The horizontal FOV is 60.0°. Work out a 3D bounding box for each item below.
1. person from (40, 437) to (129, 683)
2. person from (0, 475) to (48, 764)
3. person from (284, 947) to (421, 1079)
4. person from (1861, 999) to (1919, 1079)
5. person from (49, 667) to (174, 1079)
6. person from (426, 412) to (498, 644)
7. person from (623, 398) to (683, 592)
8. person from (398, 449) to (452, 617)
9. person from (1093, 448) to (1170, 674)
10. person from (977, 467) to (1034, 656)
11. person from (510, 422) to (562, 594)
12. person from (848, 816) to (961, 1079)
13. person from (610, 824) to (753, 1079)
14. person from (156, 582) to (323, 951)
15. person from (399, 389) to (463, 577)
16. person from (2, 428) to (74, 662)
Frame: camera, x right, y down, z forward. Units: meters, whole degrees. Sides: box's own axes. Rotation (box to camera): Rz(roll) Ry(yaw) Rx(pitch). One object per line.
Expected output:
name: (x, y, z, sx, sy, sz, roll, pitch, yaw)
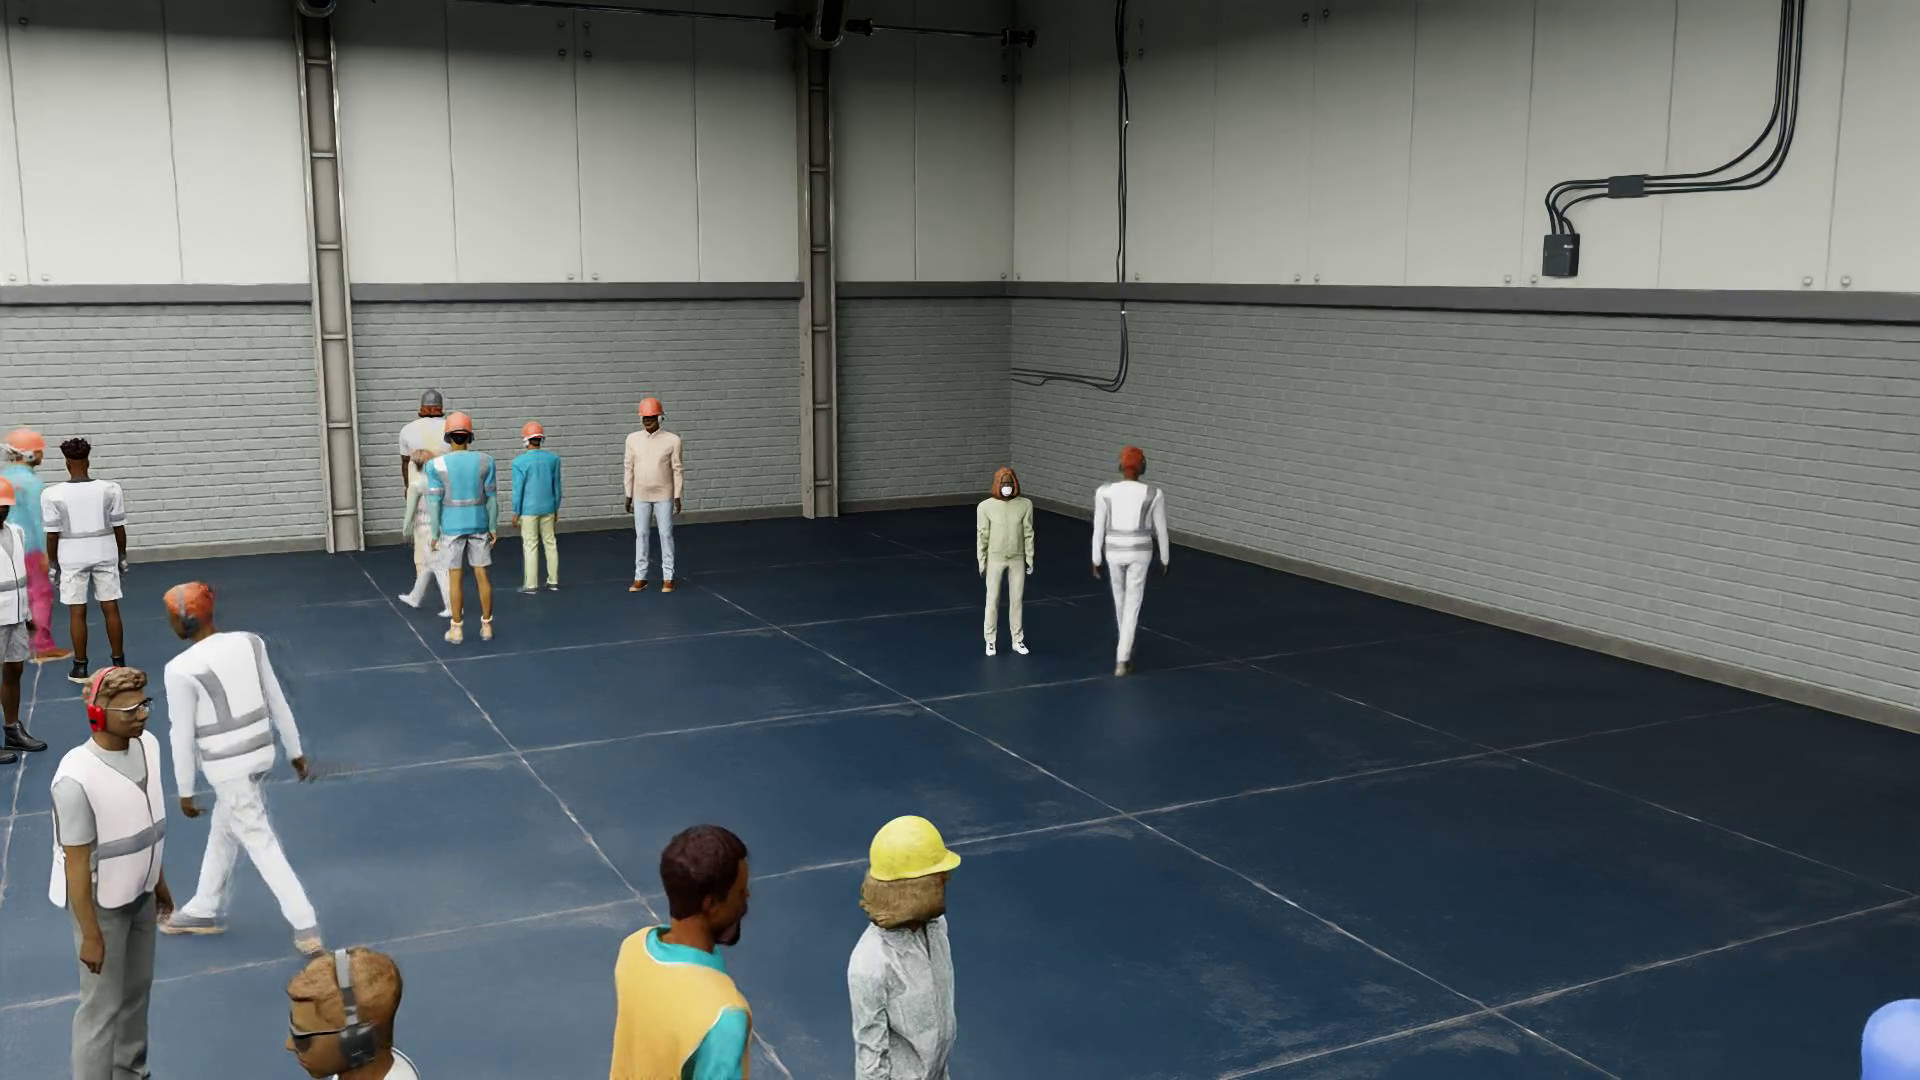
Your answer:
person: (-6.970, 0.159, 13.286, 0.603, 1.964, 0.367, -7, 12, -37)
person: (-6.414, 0.519, 11.154, 0.369, 1.933, 0.551, 2, 9, 11)
person: (-1.284, 1.775, 3.700, 0.328, 1.842, 0.514, -6, 11, -35)
person: (1.839, 1.802, 3.282, 0.618, 1.953, 0.428, 2, 9, 9)
person: (-3.184, 1.367, 6.257, 0.409, 1.835, 0.565, 0, 9, 3)
person: (-4.385, -0.107, 14.679, 0.606, 2.044, 0.374, -5, 11, -29)
person: (-3.139, -0.452, 16.969, 0.632, 1.994, 0.391, 1, 9, 4)
person: (-5.086, -0.067, 15.836, 0.869, 1.591, 0.534, 3, 10, 20)
person: (1.427, 0.145, 13.780, 0.602, 1.828, 0.999, 3, 10, 18)
person: (0.388, 0.183, 14.182, 0.498, 1.627, 0.280, -2, 9, -13)
person: (-4.334, -0.324, 16.961, 0.348, 1.745, 0.599, 8, 12, 41)
person: (-0.143, 1.642, 4.816, 0.286, 1.745, 0.493, 4, 10, 24)
person: (-0.712, 1.658, 4.257, 0.408, 1.905, 0.605, -6, 11, -31)
person: (-3.484, 1.088, 8.040, 0.966, 1.820, 0.623, 3, 10, 16)
person: (-5.641, -0.623, 17.869, 0.683, 2.000, 0.535, -3, 10, -16)
person: (-7.808, 0.059, 13.876, 0.624, 1.980, 0.546, 8, 12, 41)
